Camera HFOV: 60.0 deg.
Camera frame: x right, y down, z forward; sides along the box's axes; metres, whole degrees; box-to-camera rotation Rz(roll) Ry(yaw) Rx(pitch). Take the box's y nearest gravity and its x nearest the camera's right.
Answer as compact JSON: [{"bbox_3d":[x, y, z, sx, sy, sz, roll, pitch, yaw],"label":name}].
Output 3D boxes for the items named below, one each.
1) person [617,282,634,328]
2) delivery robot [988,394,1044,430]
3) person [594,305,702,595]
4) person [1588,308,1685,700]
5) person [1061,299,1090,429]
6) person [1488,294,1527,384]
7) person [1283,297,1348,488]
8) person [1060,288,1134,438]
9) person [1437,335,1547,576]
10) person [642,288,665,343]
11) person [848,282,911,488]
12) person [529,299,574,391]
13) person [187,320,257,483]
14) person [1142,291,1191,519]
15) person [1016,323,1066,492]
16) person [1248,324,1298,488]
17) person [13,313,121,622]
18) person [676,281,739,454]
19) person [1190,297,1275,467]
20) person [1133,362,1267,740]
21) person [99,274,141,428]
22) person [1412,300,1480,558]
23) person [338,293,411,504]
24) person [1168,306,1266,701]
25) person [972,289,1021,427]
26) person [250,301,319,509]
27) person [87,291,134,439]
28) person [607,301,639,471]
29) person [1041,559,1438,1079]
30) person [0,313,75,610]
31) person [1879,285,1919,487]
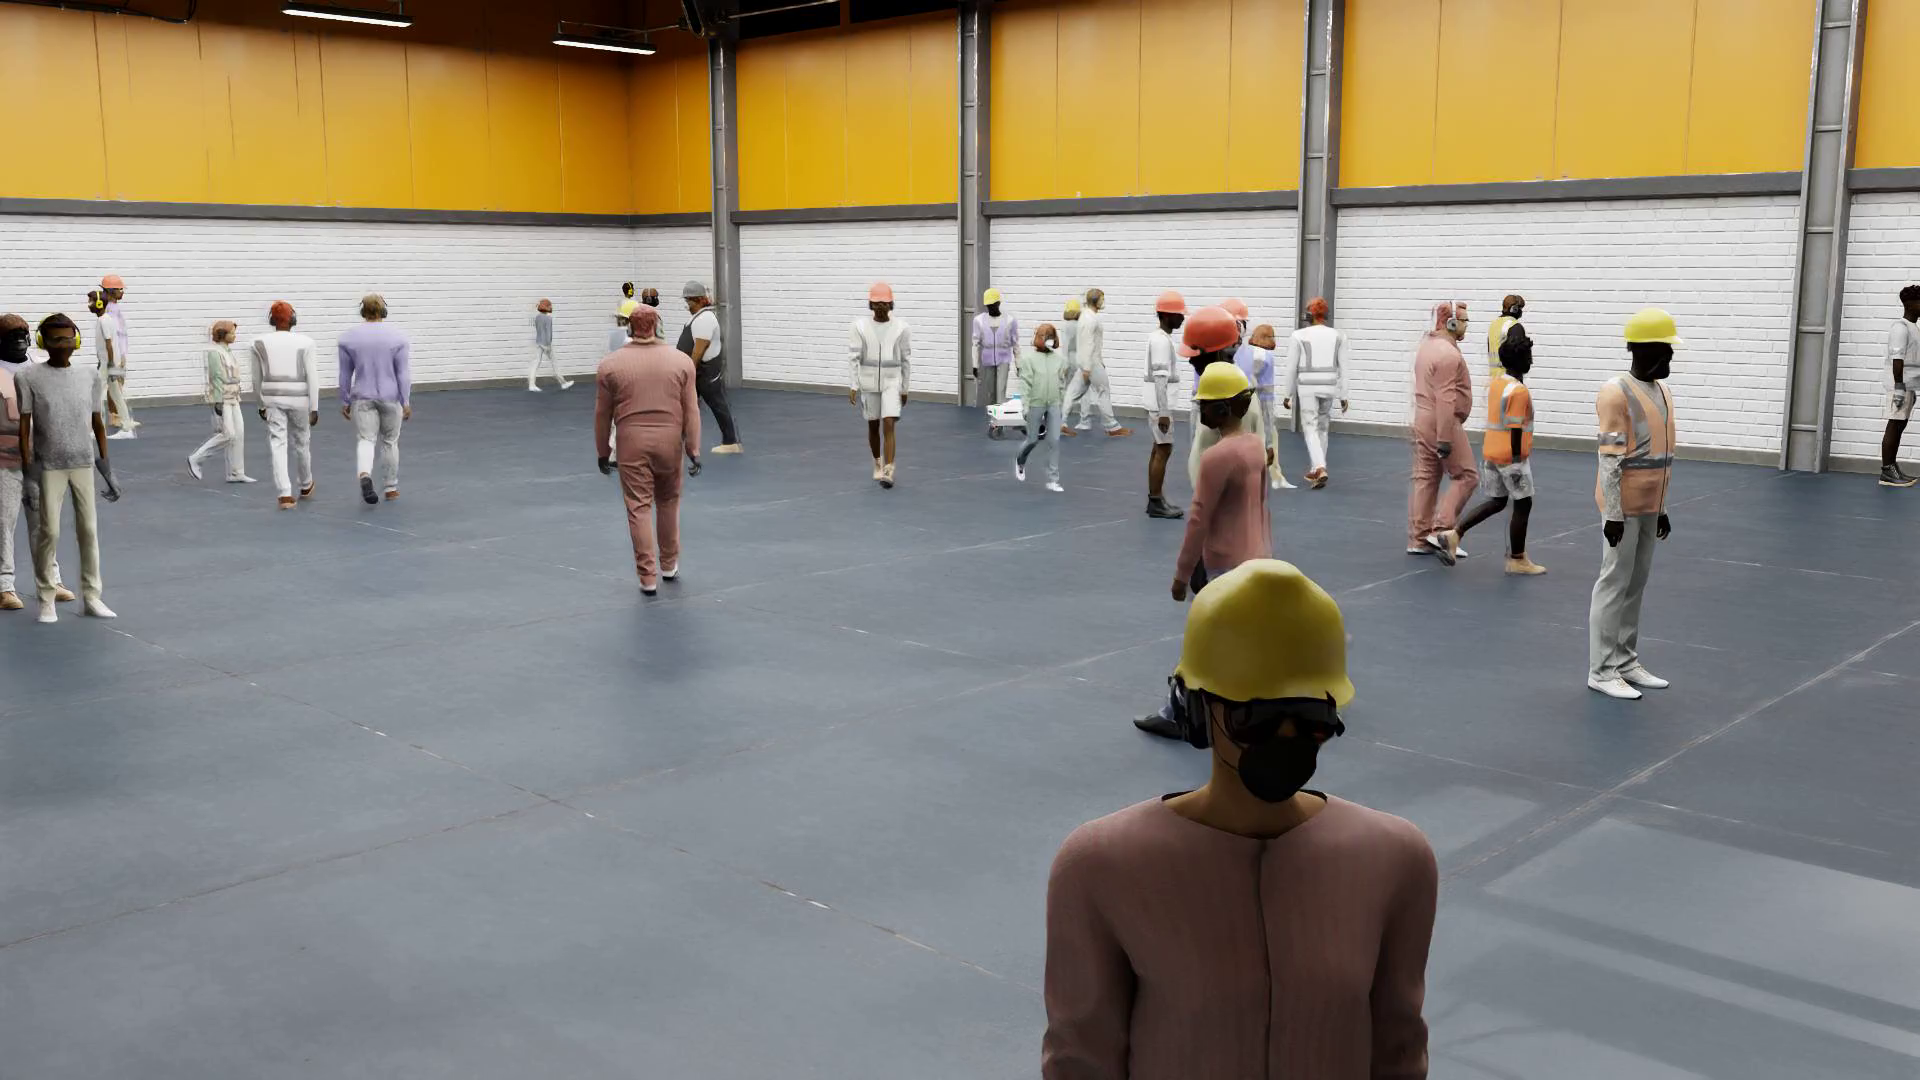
[{"bbox_3d":[-6.168,-3.864,31.025,0.514,1.872,0.328,6,11,35],"label":"person"},{"bbox_3d":[0.712,-1.576,20.732,0.707,0.478,0.477,-2,9,-13],"label":"delivery robot"},{"bbox_3d":[-2.082,-0.614,11.062,0.680,1.873,0.863,-2,10,-14],"label":"person"},{"bbox_3d":[3.369,-0.185,8.287,0.587,1.930,0.360,-9,13,-43],"label":"person"},{"bbox_3d":[1.458,-2.339,22.160,0.514,1.700,0.855,-7,12,-36],"label":"person"},{"bbox_3d":[6.157,-1.830,18.660,0.429,1.839,0.623,-2,9,-10],"label":"person"},{"bbox_3d":[3.496,-1.431,16.196,0.588,1.856,0.861,-2,9,-12],"label":"person"},{"bbox_3d":[1.640,-2.216,20.886,1.017,1.895,0.644,0,9,-2],"label":"person"},{"bbox_3d":[3.708,-0.577,11.458,0.677,1.672,0.536,-1,9,-3],"label":"person"},{"bbox_3d":[-4.512,-2.745,24.252,0.428,1.841,0.634,-3,10,-20],"label":"person"},{"bbox_3d":[-0.780,-1.516,16.292,0.610,1.991,1.070,0,9,-1],"label":"person"},{"bbox_3d":[-7.165,-3.380,28.884,0.516,1.582,0.883,8,12,41],"label":"person"},{"bbox_3d":[-7.296,-1.352,16.373,0.525,1.619,0.522,0,9,-3],"label":"person"},{"bbox_3d":[1.759,-1.151,14.225,0.395,1.929,0.577,1,9,4],"label":"person"},{"bbox_3d":[0.779,-1.292,16.033,0.505,1.614,0.680,-4,10,-23],"label":"person"},{"bbox_3d":[2.831,-1.268,15.963,0.839,1.606,0.504,0,9,0],"label":"person"},{"bbox_3d":[-5.378,-0.422,10.026,0.500,1.879,0.571,9,13,42],"label":"person"},{"bbox_3d":[-3.017,-1.987,18.997,1.002,2.000,0.688,-4,10,-23],"label":"person"},{"bbox_3d":[1.881,-0.712,11.519,0.581,1.923,0.540,2,9,9],"label":"person"},{"bbox_3d":[1.113,0.092,7.218,0.821,1.719,0.533,5,11,29],"label":"person"},{"bbox_3d":[-11.245,-2.509,22.190,0.375,2.044,0.604,-7,12,-37],"label":"person"},{"bbox_3d":[3.587,-0.809,12.229,0.502,1.889,0.654,-1,9,-4],"label":"person"},{"bbox_3d":[-5.251,-1.255,14.931,0.636,1.917,0.832,-2,9,-9],"label":"person"},{"bbox_3d":[1.309,-0.136,7.915,0.628,1.950,0.688,1,9,4],"label":"person"},{"bbox_3d":[0.480,-2.313,21.551,0.629,1.869,1.018,2,9,10],"label":"person"},{"bbox_3d":[-6.054,-1.223,14.972,0.572,1.830,1.003,-2,10,-15],"label":"person"},{"bbox_3d":[-10.685,-2.151,20.583,0.764,1.844,0.567,-4,10,-22],"label":"person"},{"bbox_3d":[-3.448,-1.638,17.645,0.943,1.777,0.620,-8,12,-40],"label":"person"},{"bbox_3d":[0.360,0.896,2.155,0.525,1.771,0.305,-2,9,-10],"label":"person"},{"bbox_3d":[-5.903,-0.496,10.466,0.429,1.844,0.624,6,11,33],"label":"person"},{"bbox_3d":[9.270,-1.514,16.324,0.368,1.966,0.602,7,12,38],"label":"person"}]
